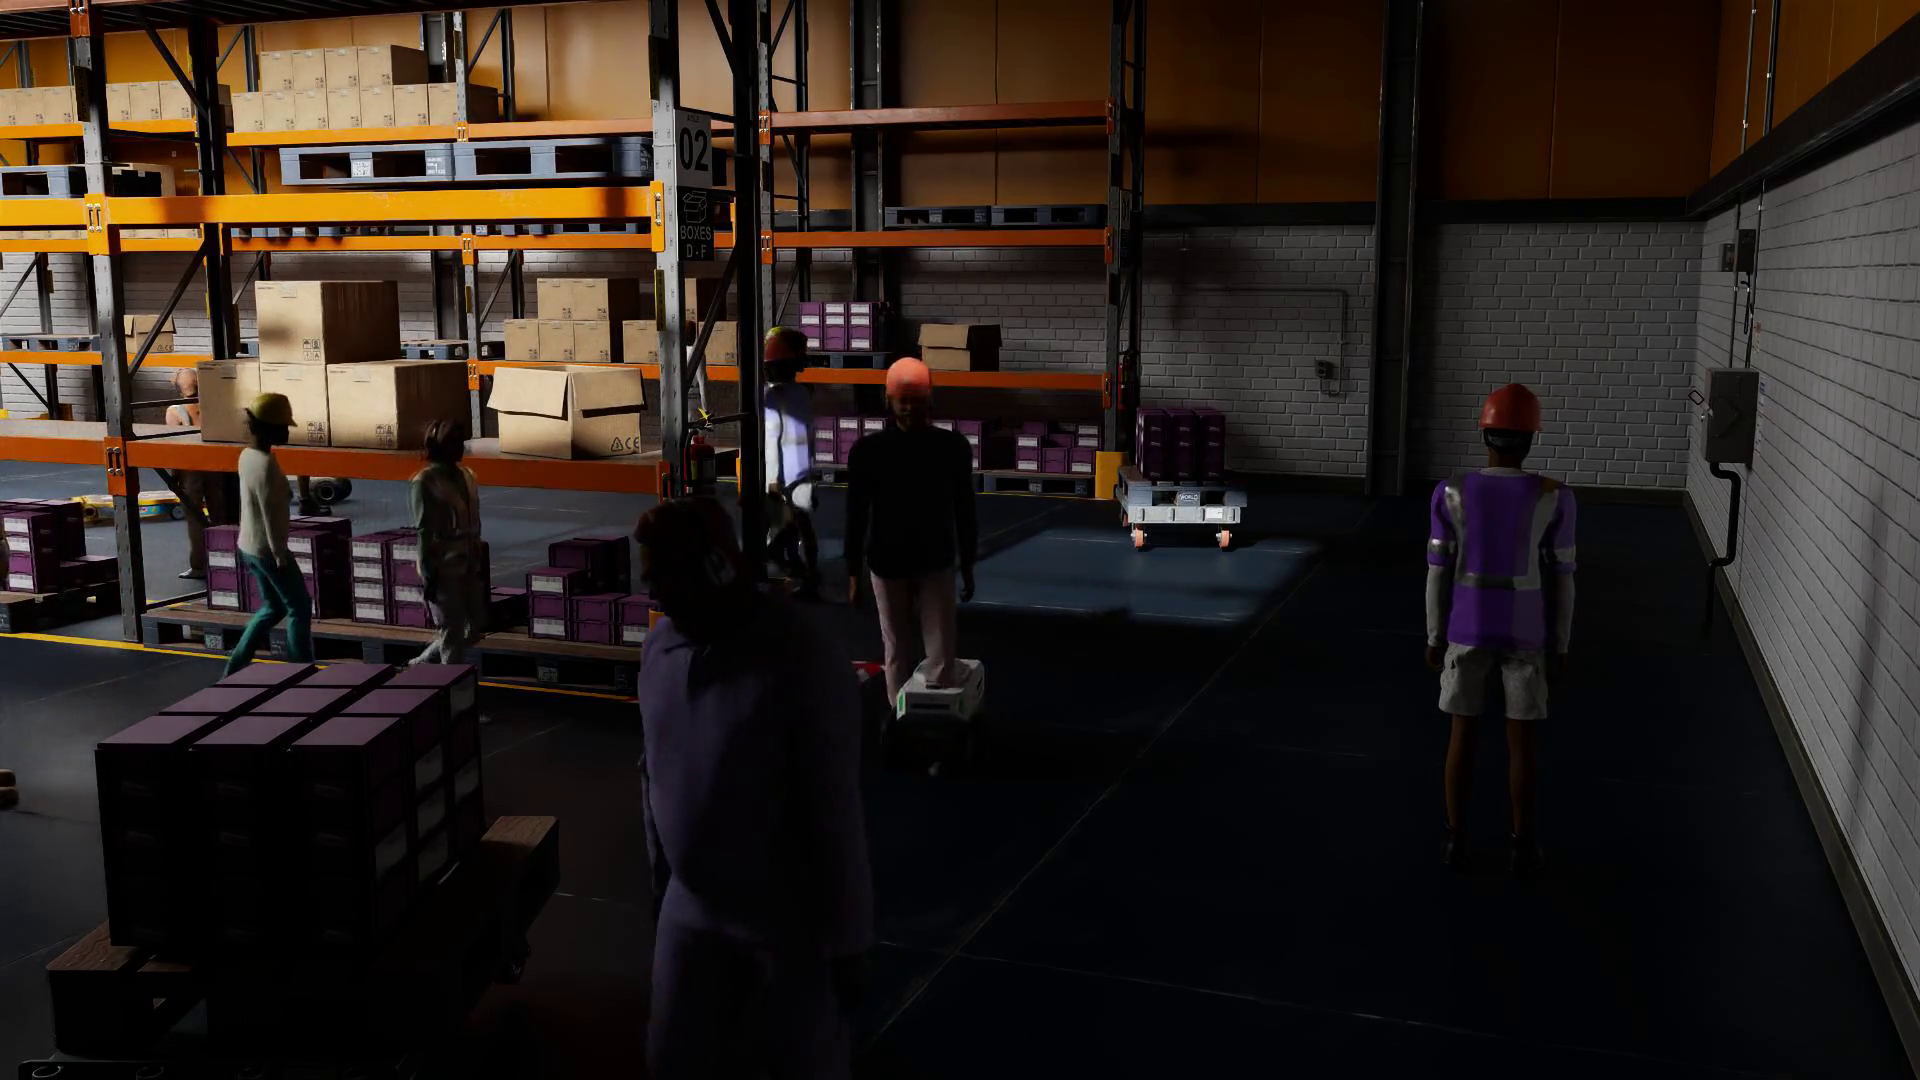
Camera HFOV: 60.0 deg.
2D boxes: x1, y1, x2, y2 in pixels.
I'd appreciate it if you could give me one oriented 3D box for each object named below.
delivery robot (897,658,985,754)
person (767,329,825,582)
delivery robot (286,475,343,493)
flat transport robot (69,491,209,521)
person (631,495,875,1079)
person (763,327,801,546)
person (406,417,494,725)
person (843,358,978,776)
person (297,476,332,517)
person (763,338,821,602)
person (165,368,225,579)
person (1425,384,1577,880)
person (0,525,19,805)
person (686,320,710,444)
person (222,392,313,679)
[{"bbox_3d":[-0.086,0.751,8.097,0.477,0.478,0.707,1,9,8],"label":"delivery robot"},{"bbox_3d":[-1.284,-0.638,12.744,0.417,1.950,0.667,0,9,3],"label":"person"},{"bbox_3d":[-6.729,-0.693,17.166,0.707,0.478,0.477,-1,9,-6],"label":"delivery robot"},{"bbox_3d":[-7.940,-0.330,16.067,1.431,0.197,0.652,-6,11,-31],"label":"flat transport robot"},{"bbox_3d":[-0.455,0.825,3.803,0.749,1.871,0.455,6,11,33],"label":"person"},{"bbox_3d":[-1.581,-0.867,14.290,0.382,1.917,0.585,4,10,26],"label":"person"},{"bbox_3d":[-2.724,0.162,8.745,0.526,1.626,0.518,3,10,19],"label":"person"},{"bbox_3d":[-0.229,0.136,7.810,0.645,1.968,0.666,-1,9,-5],"label":"person"},{"bbox_3d":[-6.390,-1.196,16.290,0.354,1.939,0.545,-3,10,-21],"label":"person"},{"bbox_3d":[-1.356,-0.512,12.108,0.921,1.894,0.569,7,11,36],"label":"person"},{"bbox_3d":[-5.941,-0.515,12.958,0.313,1.636,0.517,4,10,22],"label":"person"},{"bbox_3d":[2.112,0.359,6.530,0.553,1.935,0.362,4,10,22],"label":"person"},{"bbox_3d":[-4.477,0.265,7.432,0.430,1.840,0.622,-5,10,-27],"label":"person"},{"bbox_3d":[-2.949,-1.434,17.952,0.584,1.882,0.337,4,10,26],"label":"person"},{"bbox_3d":[-3.777,0.038,9.211,0.614,1.724,0.572,-7,11,-35],"label":"person"}]
